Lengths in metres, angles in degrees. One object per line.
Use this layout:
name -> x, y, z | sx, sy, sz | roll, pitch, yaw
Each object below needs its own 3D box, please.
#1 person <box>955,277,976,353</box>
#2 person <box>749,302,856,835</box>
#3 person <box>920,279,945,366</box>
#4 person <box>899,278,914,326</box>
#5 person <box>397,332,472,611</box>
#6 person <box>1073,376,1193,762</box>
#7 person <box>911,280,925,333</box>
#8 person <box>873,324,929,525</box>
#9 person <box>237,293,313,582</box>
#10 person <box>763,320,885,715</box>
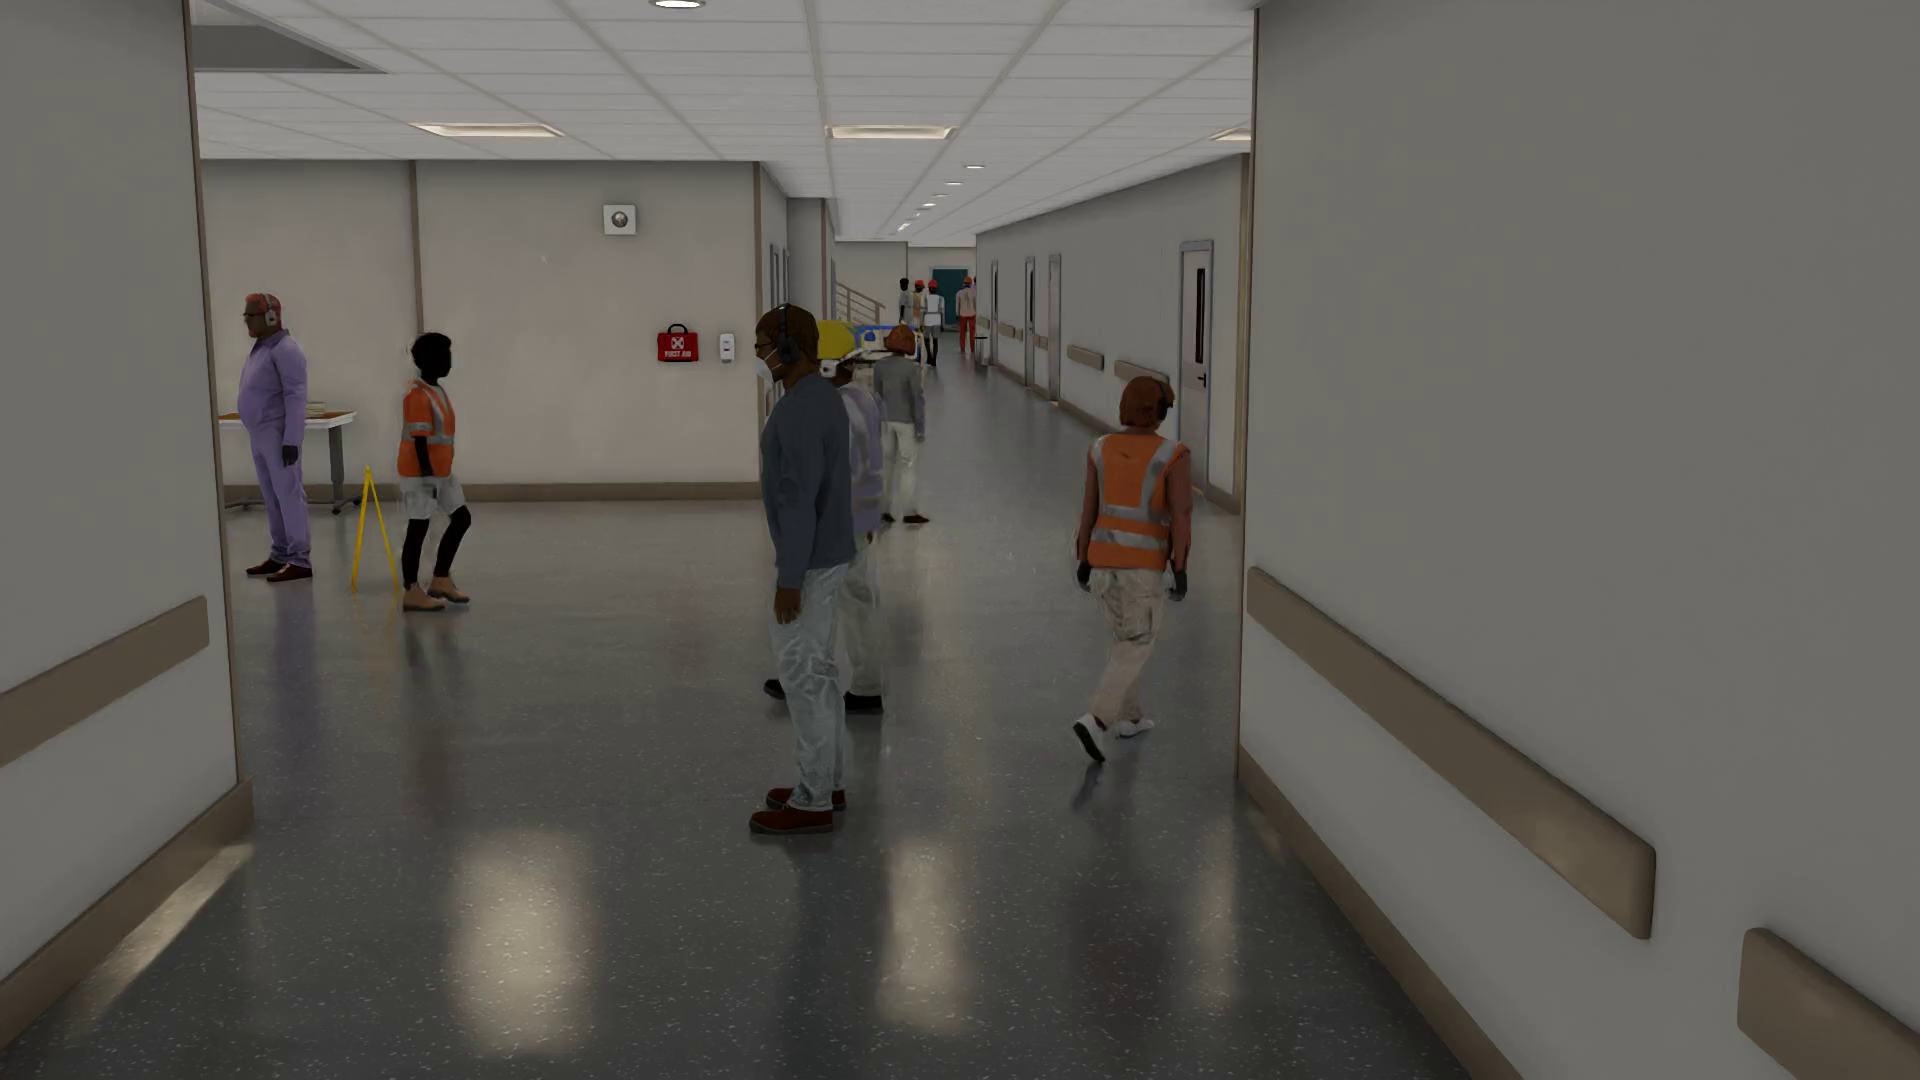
person -> 0.192, -5.875, 43.447 | 0.650, 1.979, 0.495 | 1, 9, 8
person -> -0.575, 0.101, 6.095 | 0.386, 1.927, 0.641 | 0, 9, 1
person -> -0.622, -4.846, 37.137 | 0.576, 1.922, 0.412 | -1, 9, -9
person -> -1.416, -5.851, 43.380 | 0.385, 1.951, 0.617 | 4, 10, 21
person -> -3.154, -0.405, 9.996 | 0.489, 1.677, 0.555 | 0, 9, 2
person -> 0.674, 0.115, 7.012 | 0.535, 1.606, 0.724 | 8, 12, 40
person -> -1.163, -5.946, 44.141 | 0.428, 1.900, 0.595 | 6, 11, 33
person -> -0.492, -0.930, 13.514 | 0.507, 1.641, 0.322 | 7, 11, 38
person -> -4.577, -0.682, 11.064 | 0.407, 1.904, 0.655 | -8, 12, -41
person -> -0.676, -0.091, 7.632 | 0.732, 1.809, 0.621 | 1, 9, 8
